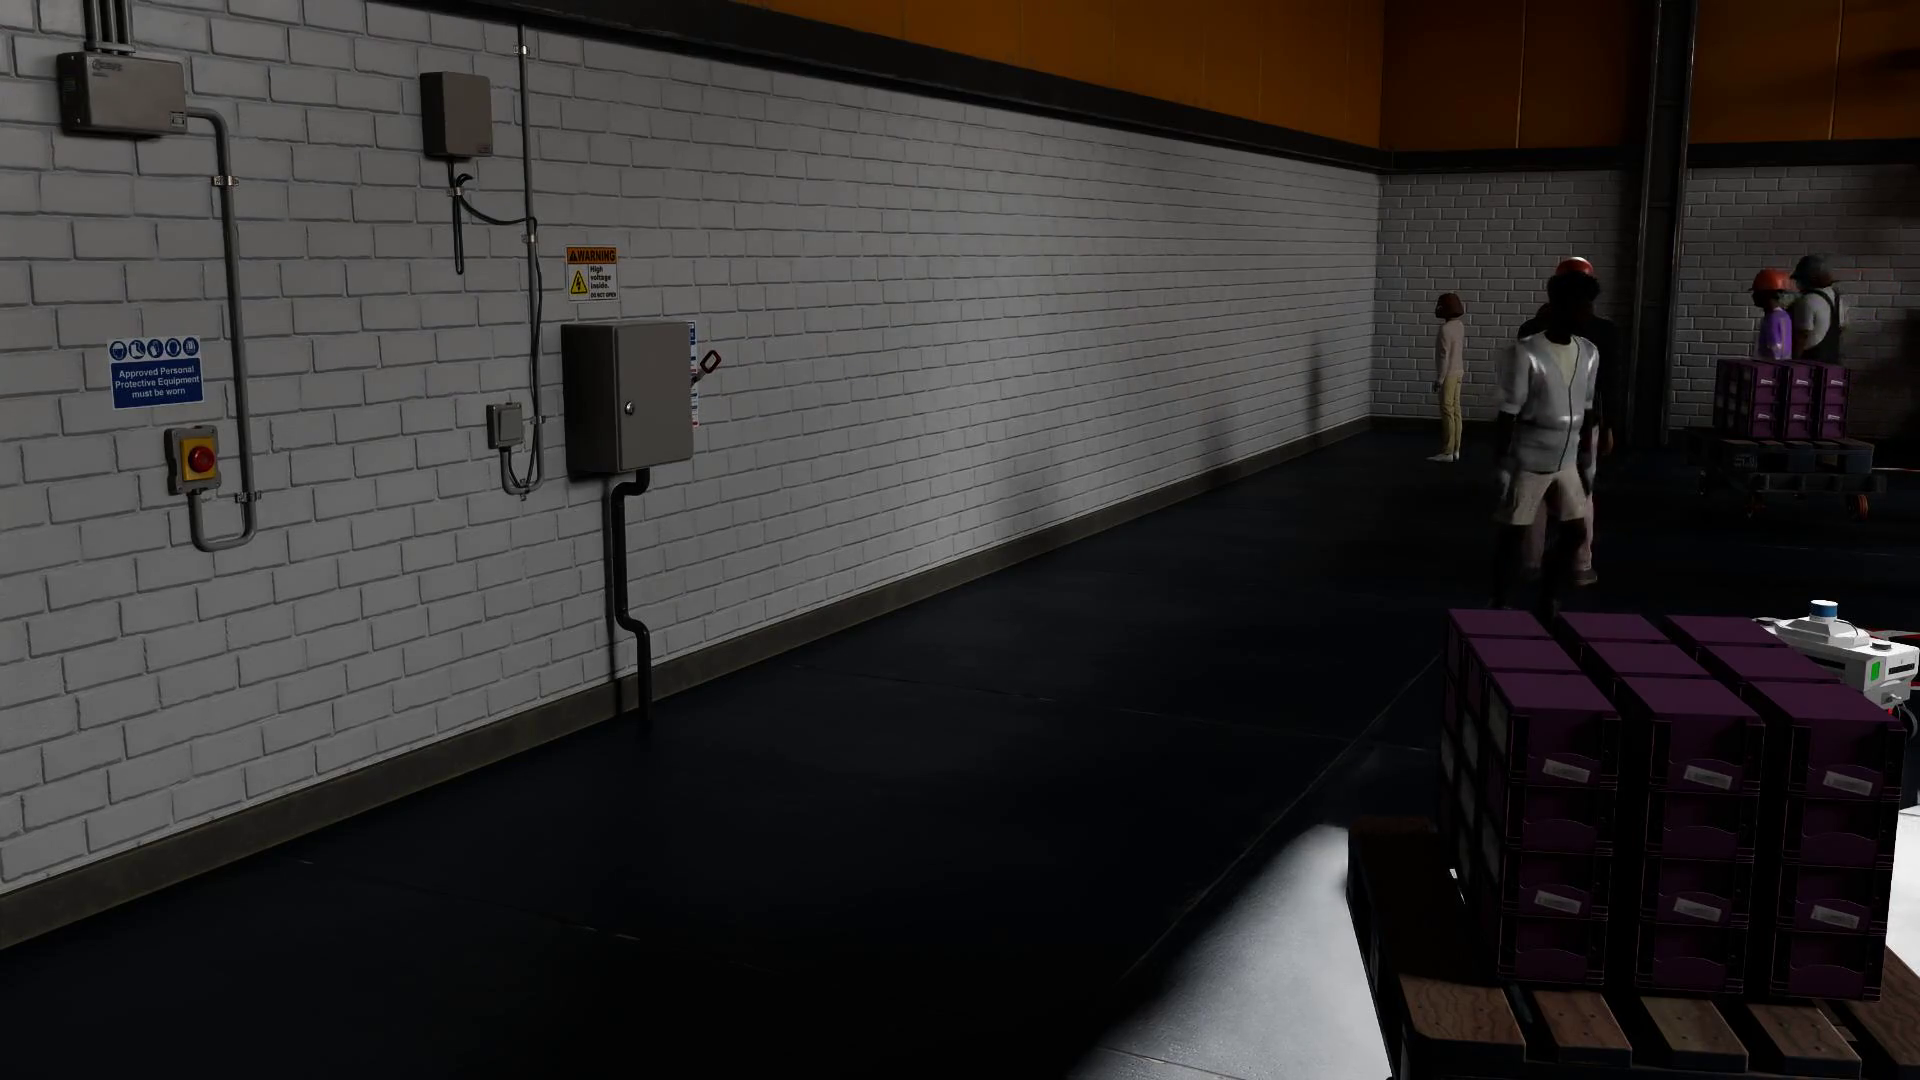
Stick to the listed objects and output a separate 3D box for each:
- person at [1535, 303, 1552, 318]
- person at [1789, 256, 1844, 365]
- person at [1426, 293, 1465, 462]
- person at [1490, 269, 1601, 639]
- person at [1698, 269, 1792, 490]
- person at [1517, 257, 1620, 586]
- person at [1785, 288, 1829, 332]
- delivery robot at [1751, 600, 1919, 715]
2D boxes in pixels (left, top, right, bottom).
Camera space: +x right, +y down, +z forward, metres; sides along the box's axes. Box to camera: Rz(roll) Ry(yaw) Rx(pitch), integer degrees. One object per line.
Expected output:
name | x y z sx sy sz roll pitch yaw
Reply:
person | 4.617 -1.043 13.092 0.507 1.631 0.266 -4 11 -23
person | 8.094 -1.734 15.912 0.764 2.000 0.540 -8 13 -38
person | 4.734 -1.573 16.158 0.285 1.634 0.499 7 12 36
person | 2.999 -0.407 8.534 0.622 1.941 0.459 -5 11 -25
person | 6.864 -1.326 14.013 0.993 1.900 0.564 7 12 36
person | 3.688 -0.715 10.149 0.612 1.995 0.382 5 11 27
person | 8.101 -1.631 15.890 0.625 1.846 0.429 -7 12 -36
delivery robot | 3.627 0.499 7.015 0.477 0.478 0.707 -6 11 -30
